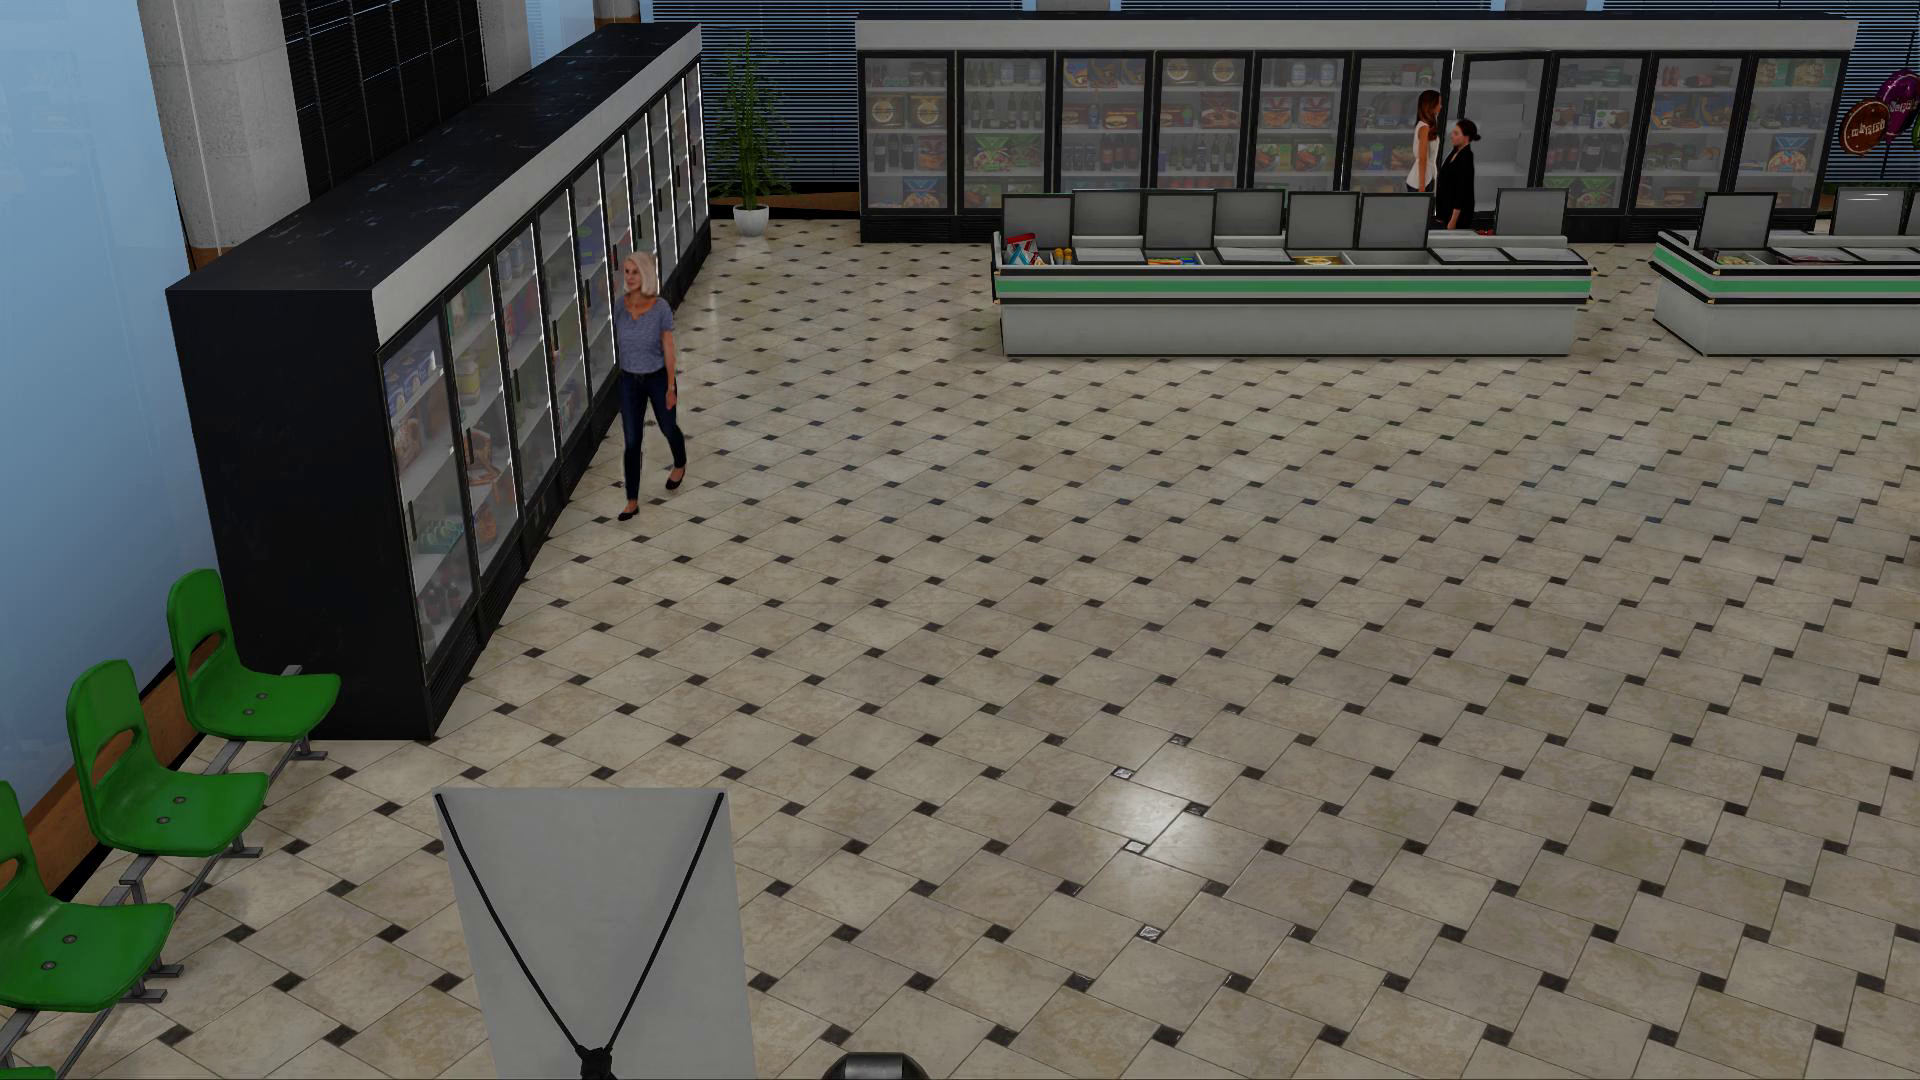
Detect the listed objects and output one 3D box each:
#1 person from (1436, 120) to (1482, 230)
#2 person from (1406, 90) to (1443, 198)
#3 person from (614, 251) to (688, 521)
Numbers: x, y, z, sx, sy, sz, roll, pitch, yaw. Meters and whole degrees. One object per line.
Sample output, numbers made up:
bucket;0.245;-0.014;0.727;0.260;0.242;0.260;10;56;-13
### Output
person;4.542;-2.978;15.227;0.553;1.719;0.627;0;24;-1
person;4.527;-3.532;16.411;0.631;1.784;0.643;9;25;19
person;-1.988;-1.030;10.823;1.130;1.680;0.850;6;24;14
